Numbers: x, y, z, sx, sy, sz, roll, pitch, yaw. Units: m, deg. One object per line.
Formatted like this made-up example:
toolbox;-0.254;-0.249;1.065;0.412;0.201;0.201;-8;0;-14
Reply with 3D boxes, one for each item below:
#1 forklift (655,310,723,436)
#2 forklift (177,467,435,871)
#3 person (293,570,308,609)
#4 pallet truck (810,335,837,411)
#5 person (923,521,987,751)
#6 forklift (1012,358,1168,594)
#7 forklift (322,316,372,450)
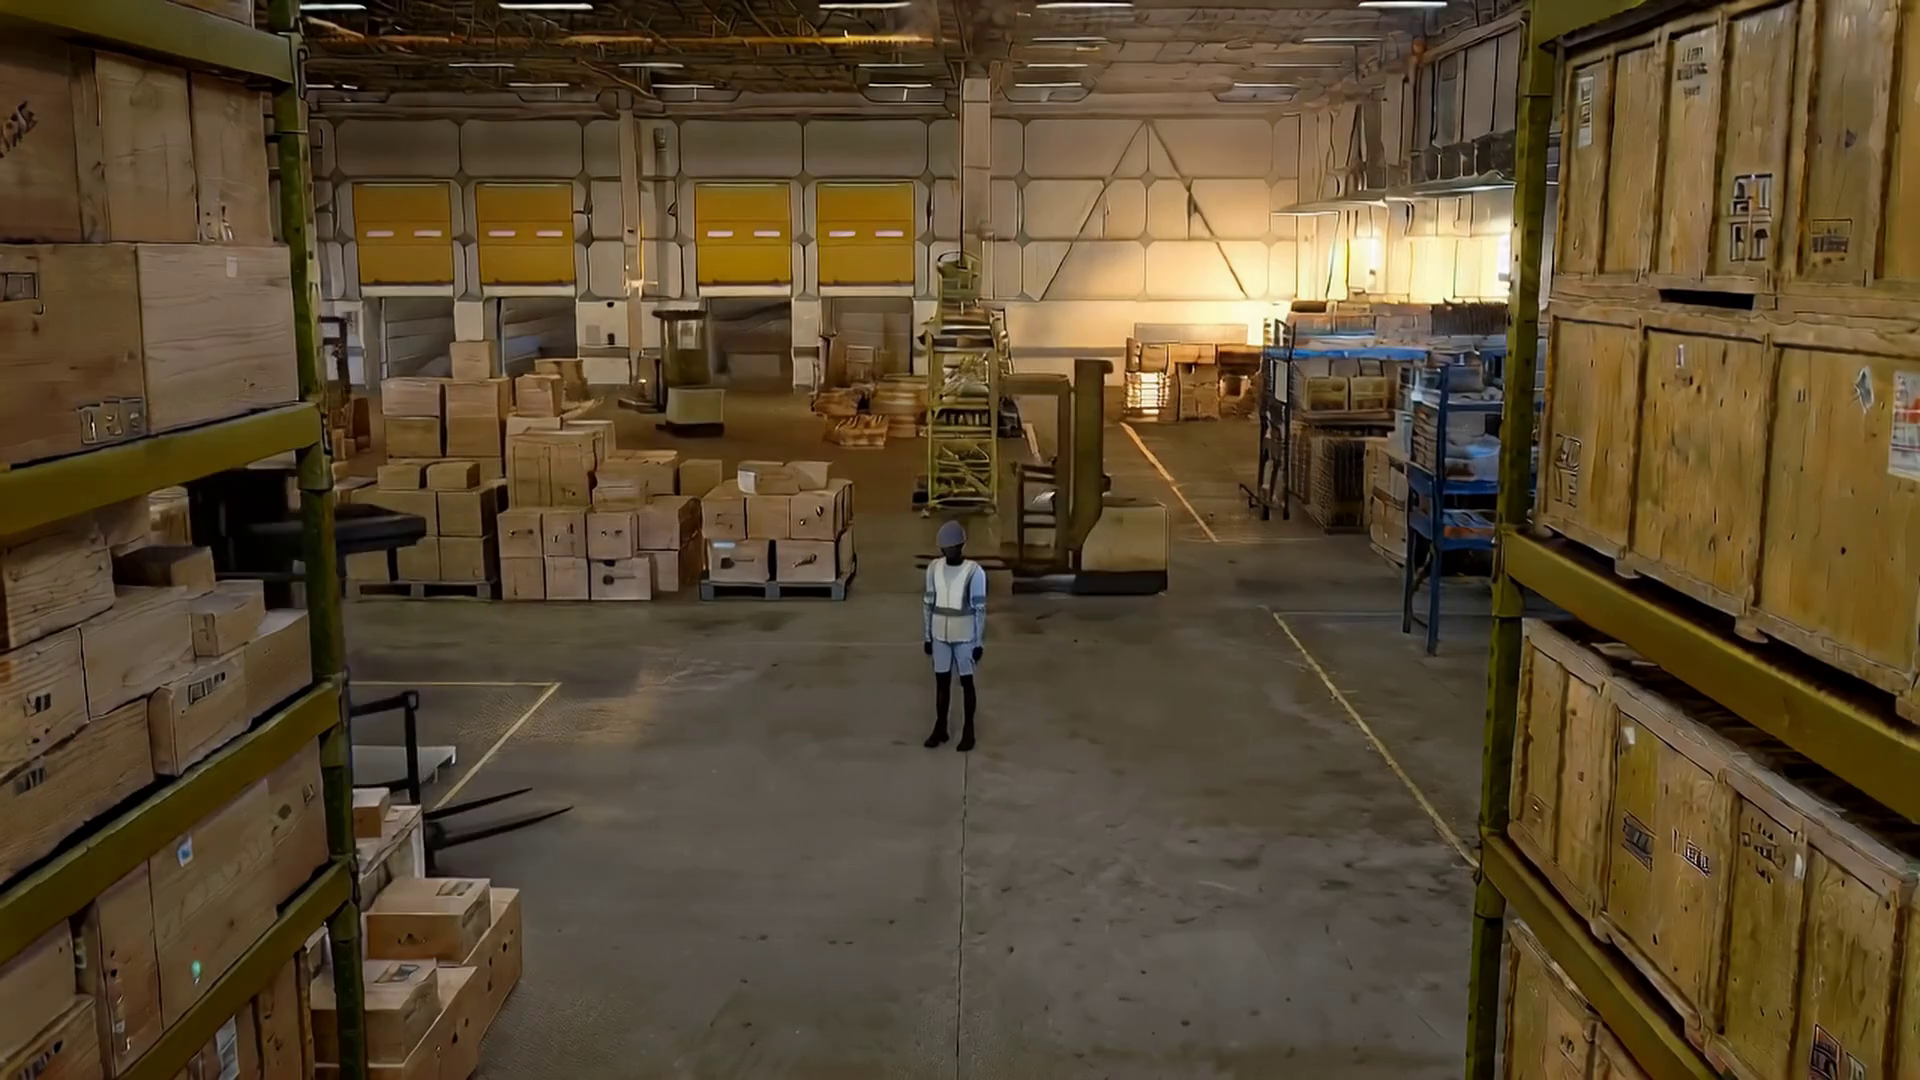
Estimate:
forklift;-6.183;-3.833;37.814;1.129;2.768;1.873;-5;11;-25
forklift;-4.555;0.883;10.606;1.873;2.768;1.129;-9;14;-44
person;-4.464;1.187;11.402;0.379;1.996;0.611;-9;13;-42
pallet truck;-3.021;-4.312;43.126;1.885;1.965;0.823;3;10;17
person;-0.052;0.794;13.832;0.542;1.939;0.368;5;11;25
forklift;1.586;-0.805;20.347;1.873;2.768;1.129;0;10;1
forklift;-12.990;-3.195;34.137;1.129;2.768;1.873;0;10;1
